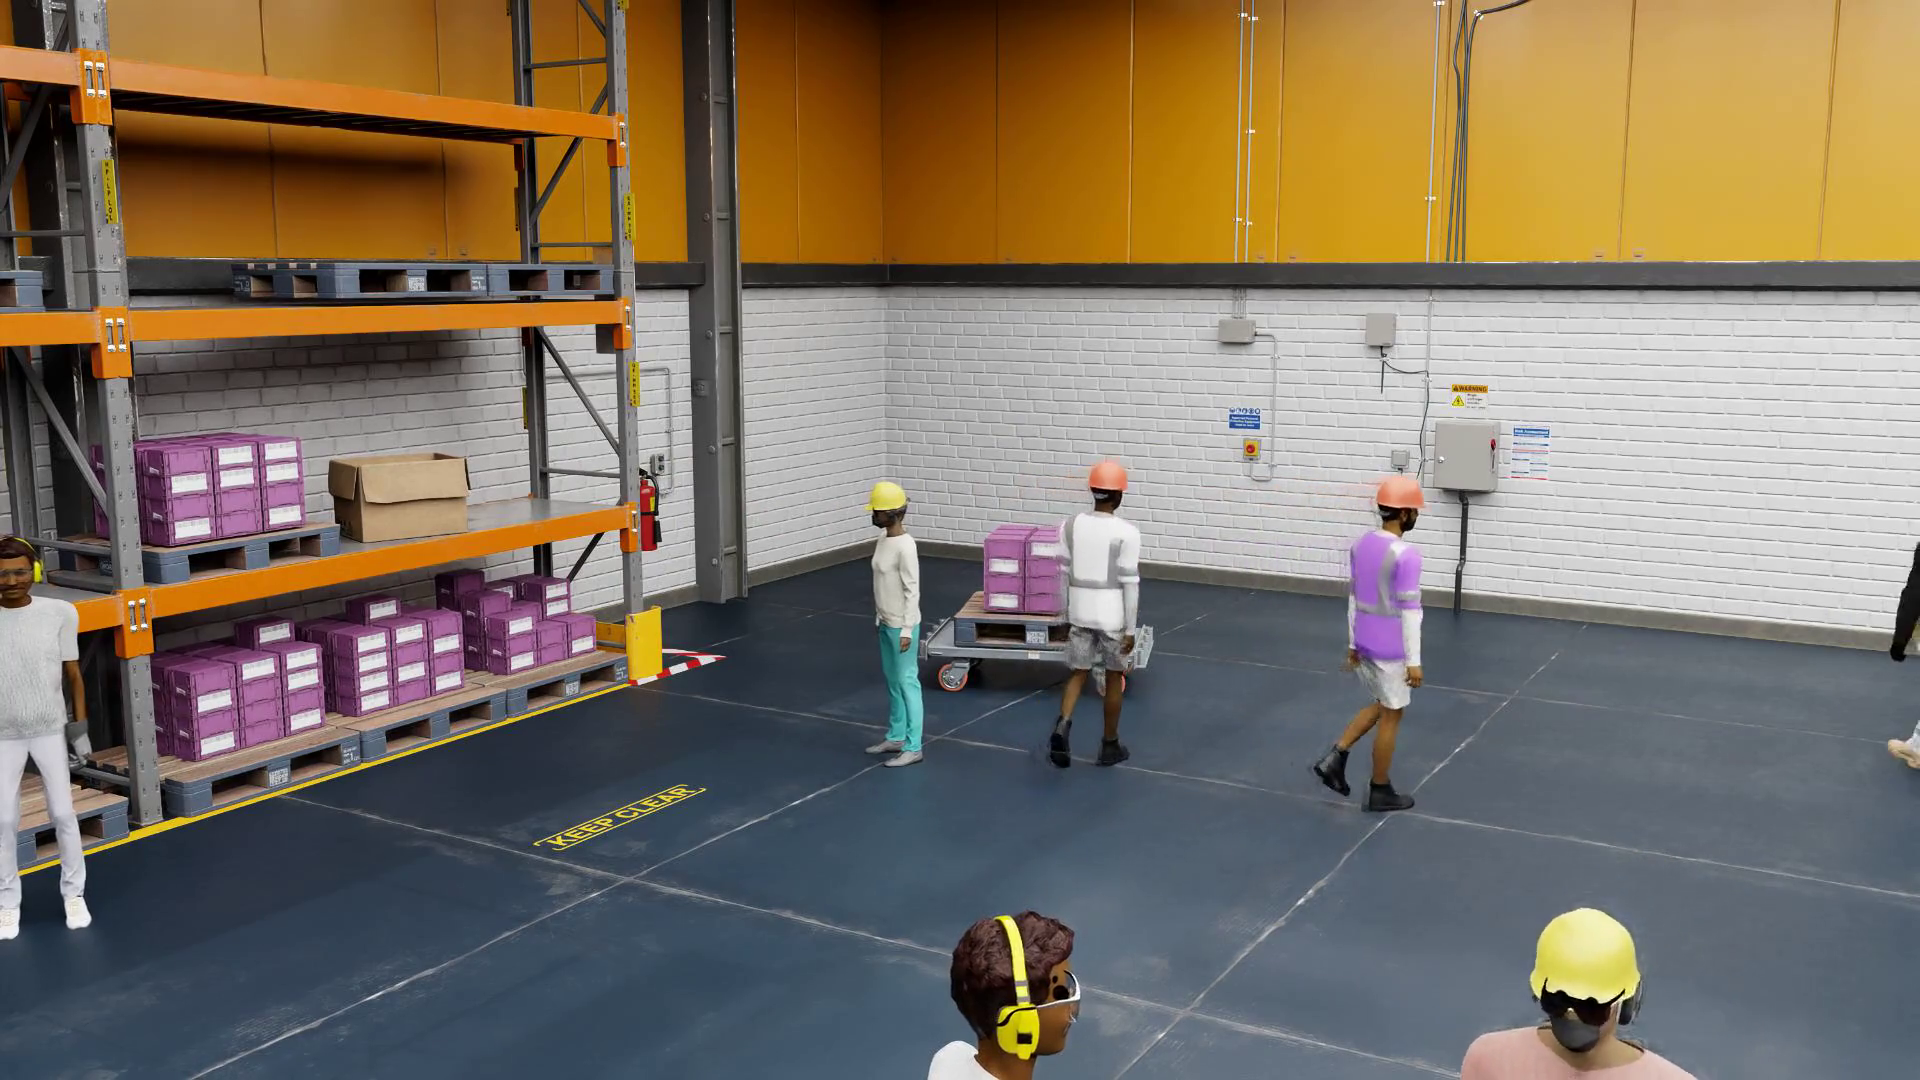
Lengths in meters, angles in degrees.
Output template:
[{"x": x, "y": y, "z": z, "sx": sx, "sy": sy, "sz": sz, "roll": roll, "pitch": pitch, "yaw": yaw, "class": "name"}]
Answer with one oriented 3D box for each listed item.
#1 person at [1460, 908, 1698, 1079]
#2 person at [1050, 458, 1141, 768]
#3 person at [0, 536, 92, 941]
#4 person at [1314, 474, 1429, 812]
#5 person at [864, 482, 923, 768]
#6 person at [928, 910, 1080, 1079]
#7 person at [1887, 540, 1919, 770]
[{"x": 1.272, "y": 1.616, "z": 3.528, "sx": 0.542, "sy": 1.713, "sz": 0.926, "roll": 7, "pitch": 11, "yaw": 35, "class": "person"}, {"x": 0.812, "y": 0.469, "z": 10.066, "sx": 0.550, "sy": 1.919, "sz": 0.678, "roll": 5, "pitch": 11, "yaw": 30, "class": "person"}, {"x": -4.270, "y": 0.895, "z": 7.613, "sx": 0.512, "sy": 1.860, "sz": 0.318, "roll": -5, "pitch": 10, "yaw": -26, "class": "person"}, {"x": 2.358, "y": 0.589, "z": 9.306, "sx": 0.503, "sy": 1.925, "sz": 0.548, "roll": -3, "pitch": 10, "yaw": -17, "class": "person"}, {"x": -0.412, "y": 0.517, "z": 10.258, "sx": 0.329, "sy": 1.765, "sz": 0.526, "roll": -4, "pitch": 10, "yaw": -22, "class": "person"}, {"x": 0.101, "y": 1.601, "z": 3.160, "sx": 0.328, "sy": 1.872, "sz": 0.513, "roll": -3, "pitch": 10, "yaw": -20, "class": "person"}, {"x": 5.801, "y": 0.550, "z": 9.903, "sx": 0.663, "sy": 1.806, "sz": 0.867, "roll": -3, "pitch": 10, "yaw": -17, "class": "person"}]
